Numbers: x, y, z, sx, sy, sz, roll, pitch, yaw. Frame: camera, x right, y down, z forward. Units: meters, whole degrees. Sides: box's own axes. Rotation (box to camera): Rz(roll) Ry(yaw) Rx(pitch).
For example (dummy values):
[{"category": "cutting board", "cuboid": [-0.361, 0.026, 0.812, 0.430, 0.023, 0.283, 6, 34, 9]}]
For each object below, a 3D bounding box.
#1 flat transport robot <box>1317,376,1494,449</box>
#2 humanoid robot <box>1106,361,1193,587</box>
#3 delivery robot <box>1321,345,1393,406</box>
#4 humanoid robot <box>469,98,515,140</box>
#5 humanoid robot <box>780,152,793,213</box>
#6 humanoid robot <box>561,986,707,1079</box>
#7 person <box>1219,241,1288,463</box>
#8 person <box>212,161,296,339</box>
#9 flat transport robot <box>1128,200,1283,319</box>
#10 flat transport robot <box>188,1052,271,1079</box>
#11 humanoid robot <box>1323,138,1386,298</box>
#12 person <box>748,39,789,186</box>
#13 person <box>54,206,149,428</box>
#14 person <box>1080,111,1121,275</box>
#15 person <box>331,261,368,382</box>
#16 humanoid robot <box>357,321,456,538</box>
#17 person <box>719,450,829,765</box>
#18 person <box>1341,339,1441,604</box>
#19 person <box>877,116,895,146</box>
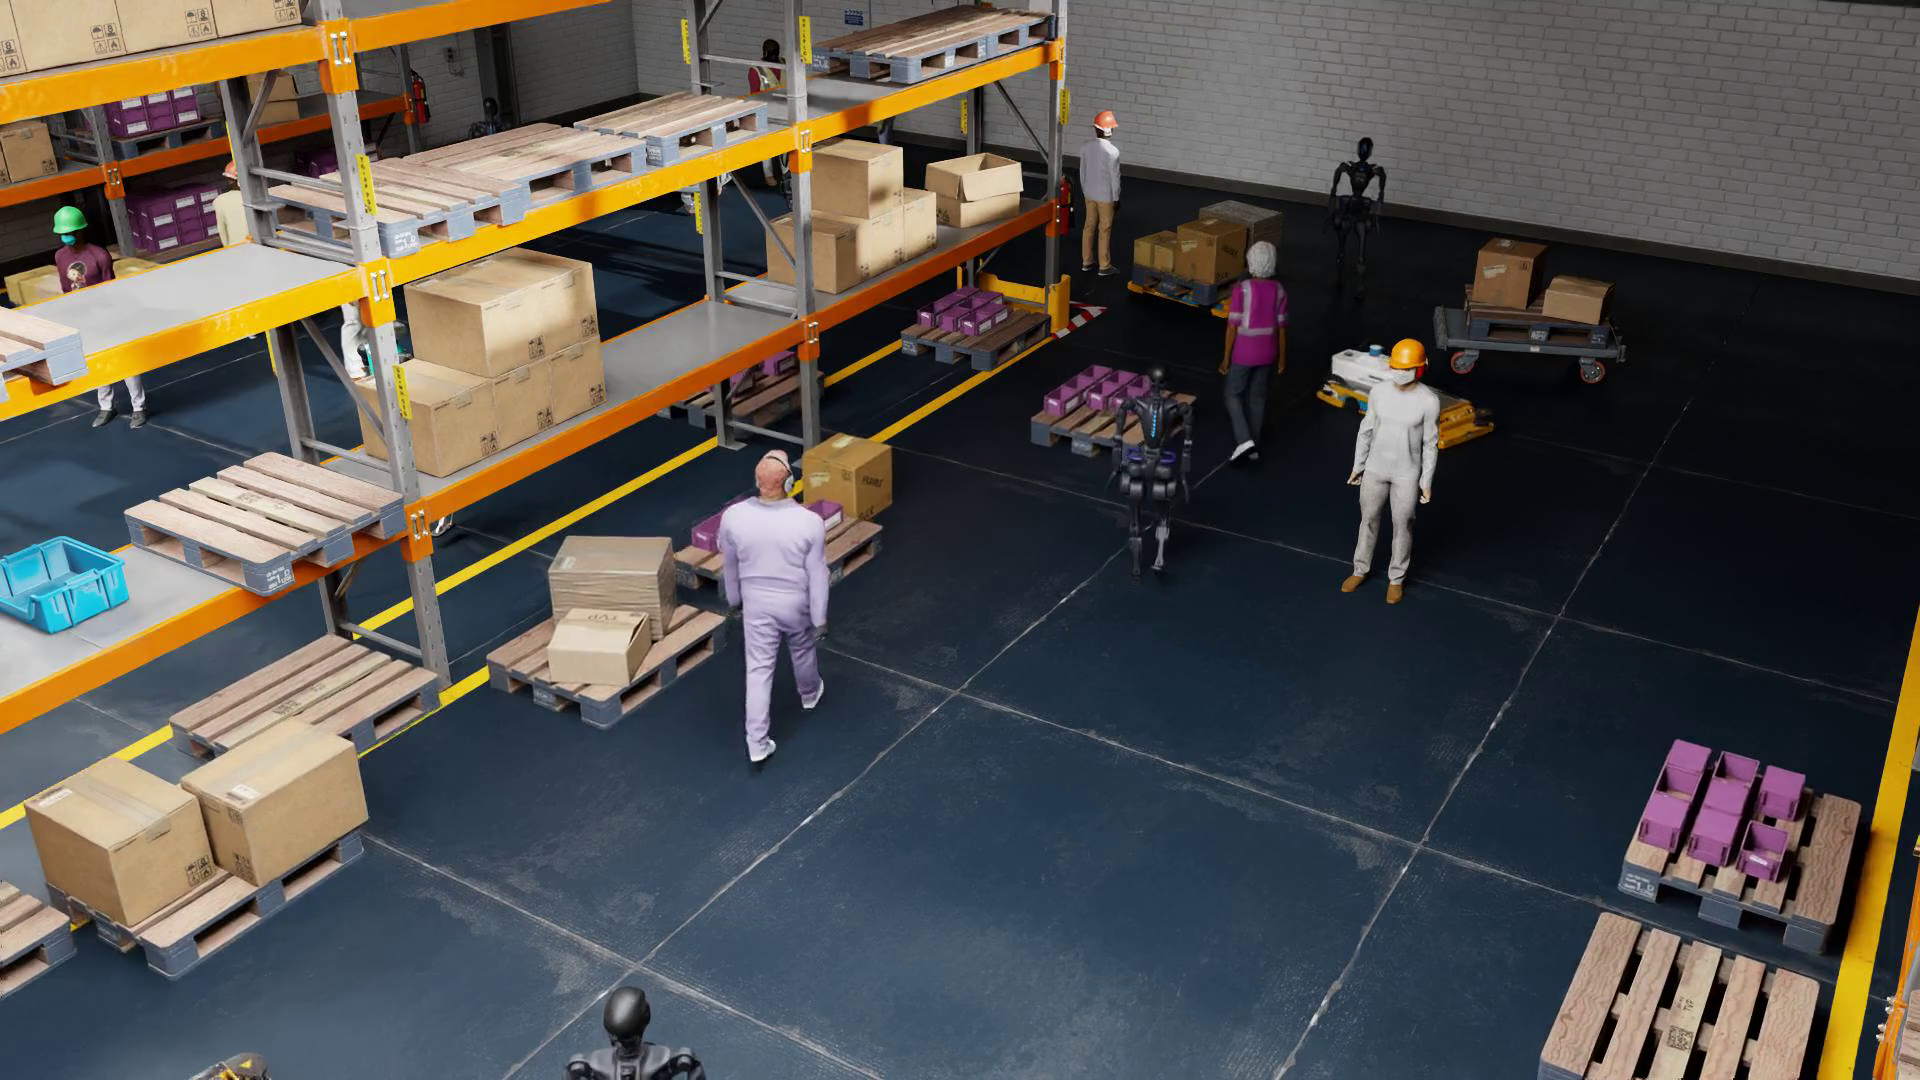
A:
[{"category": "flat transport robot", "cuboid": [3.871, -1.169, 14.502, 0.659, 0.231, 1.431, -18, 32, -31]}, {"category": "humanoid robot", "cuboid": [1.307, -0.451, 11.536, 0.587, 1.649, 0.381, 3, 27, 6]}, {"category": "delivery robot", "cuboid": [3.631, -1.436, 14.695, 0.767, 0.579, 0.499, 24, 35, 39]}, {"category": "humanoid robot", "cuboid": [-5.278, -4.187, 18.903, 0.613, 1.644, 0.449, -6, 28, -12]}, {"category": "humanoid robot", "cuboid": [-1.665, -3.177, 16.886, 0.315, 1.657, 0.599, -3, 27, -7]}, {"category": "humanoid robot", "cuboid": [-1.160, 2.338, 6.095, 0.585, 1.638, 0.773, -3, 27, -5]}, {"category": "person", "cuboid": [2.379, -1.480, 13.398, 0.546, 1.820, 0.570, -6, 27, -11]}, {"category": "person", "cuboid": [-6.837, -2.797, 16.078, 0.560, 1.742, 0.334, 6, 28, 12]}, {"category": "flat transport robot", "cuboid": [2.504, -2.601, 17.323, 0.659, 0.231, 1.431, -24, 35, -38]}, {"category": "flat transport robot", "cuboid": [-3.434, 2.703, 6.871, 0.659, 0.231, 1.431, 23, 35, 37]}, {"category": "humanoid robot", "cuboid": [4.098, -3.350, 17.250, 0.602, 1.639, 0.537, 5, 27, 9]}, {"category": "person", "cuboid": [-2.369, -5.463, 21.242, 0.633, 1.831, 0.429, -20, 33, -34]}, {"category": "person", "cuboid": [-7.292, -1.878, 14.058, 0.487, 1.942, 0.436, 2, 27, 4]}, {"category": "person", "cuboid": [1.530, -3.726, 17.935, 0.325, 1.718, 0.560, -21, 34, -35]}, {"category": "person", "cuboid": [-5.430, -2.330, 14.971, 0.390, 1.927, 0.643, 0, 27, -1]}, {"category": "humanoid robot", "cuboid": [-3.886, -0.858, 12.118, 0.533, 1.677, 0.735, 16, 31, 29]}, {"category": "person", "cuboid": [-1.065, 0.350, 9.751, 0.657, 1.855, 1.017, 5, 27, 9]}, {"category": "person", "cuboid": [2.957, -0.473, 11.336, 0.570, 1.897, 0.359, 15, 31, 27]}, {"category": "person", "cuboid": [-0.965, -5.312, 21.154, 0.264, 1.631, 0.506, 4, 27, 8]}]
